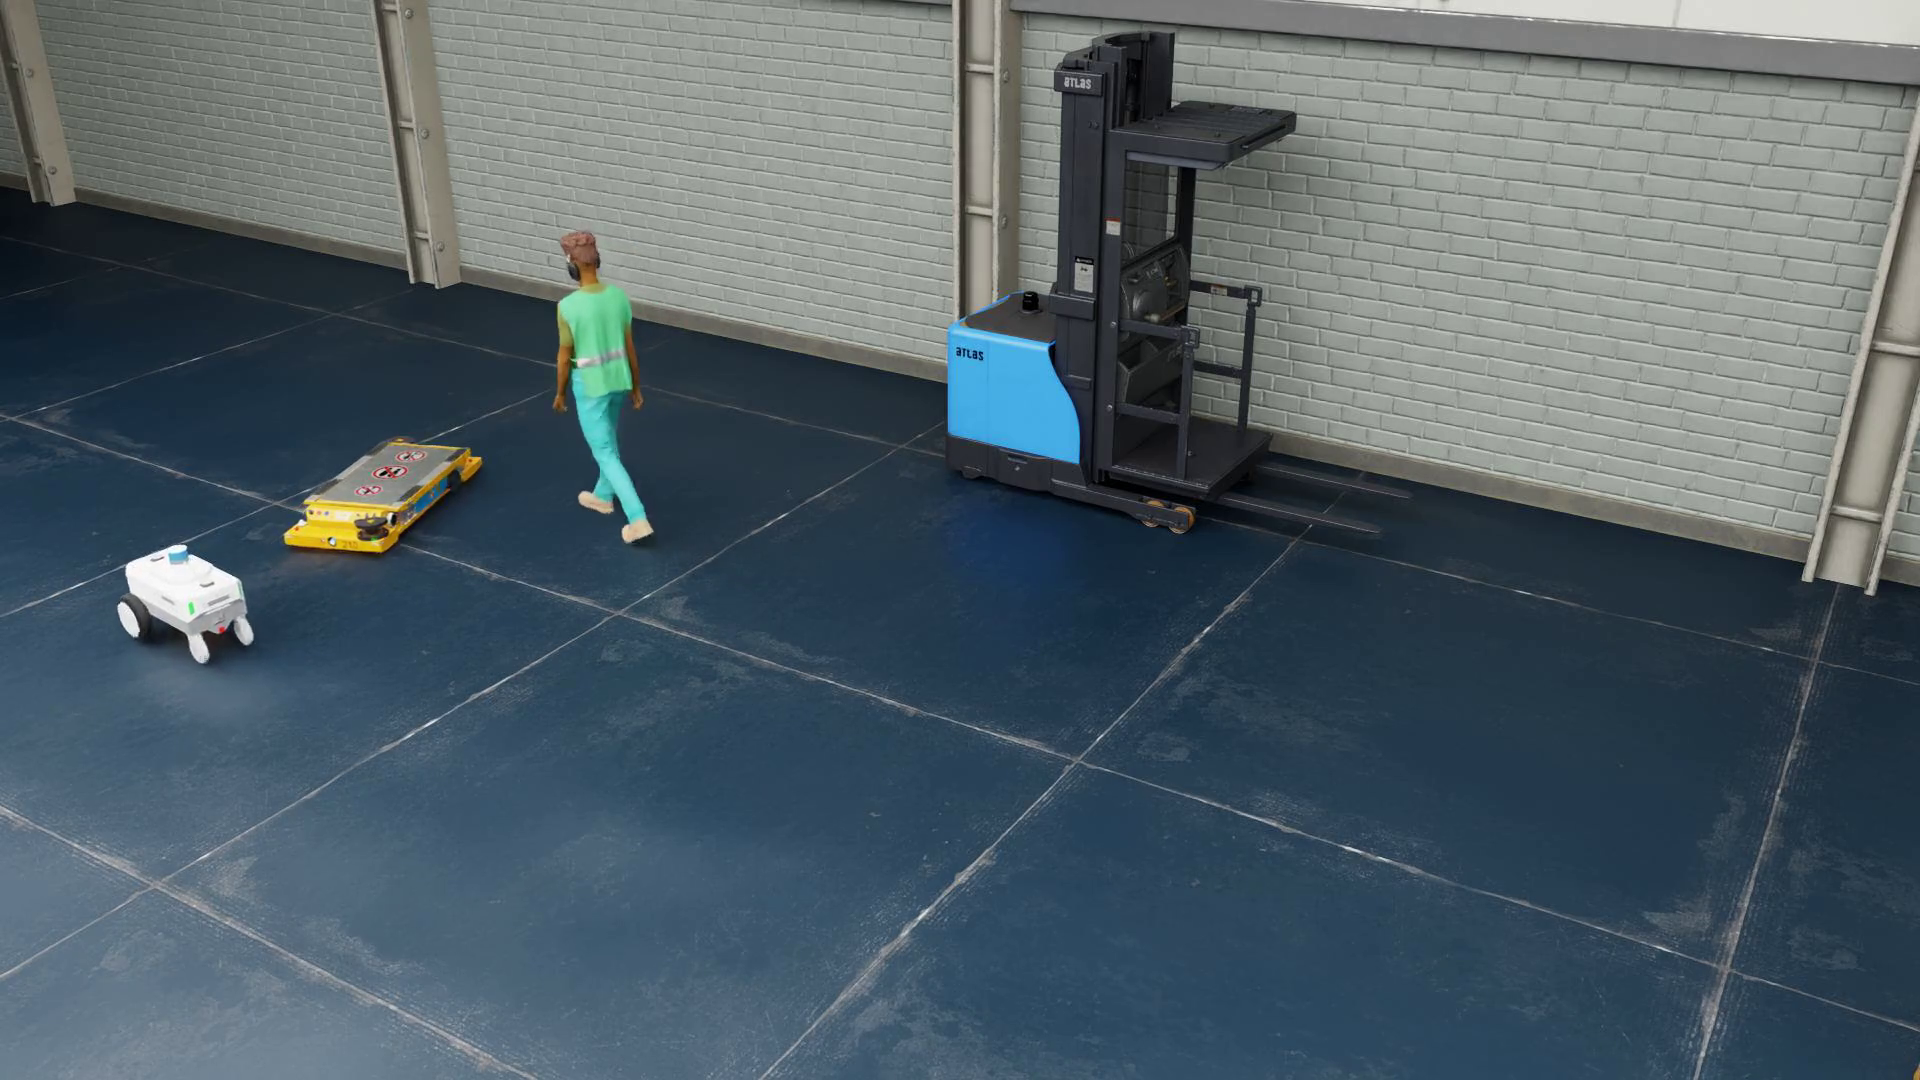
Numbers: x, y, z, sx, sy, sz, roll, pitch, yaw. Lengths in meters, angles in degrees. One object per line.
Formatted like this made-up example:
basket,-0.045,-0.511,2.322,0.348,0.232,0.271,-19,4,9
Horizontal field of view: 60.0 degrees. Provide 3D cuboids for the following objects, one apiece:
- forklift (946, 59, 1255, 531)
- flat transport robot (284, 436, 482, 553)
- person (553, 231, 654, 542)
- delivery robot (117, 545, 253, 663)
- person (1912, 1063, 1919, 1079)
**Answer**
forklift,0.933,-1.707,10.833,1.873,2.768,1.129,15,29,28
flat transport robot,-3.758,-0.312,10.919,0.659,0.231,1.431,5,26,9
person,-2.211,-0.952,10.332,0.894,1.946,0.485,19,31,35
delivery robot,-4.314,0.315,9.266,0.801,0.602,0.499,18,31,33
person,3.763,1.187,5.847,0.558,1.896,0.356,-19,31,-34
